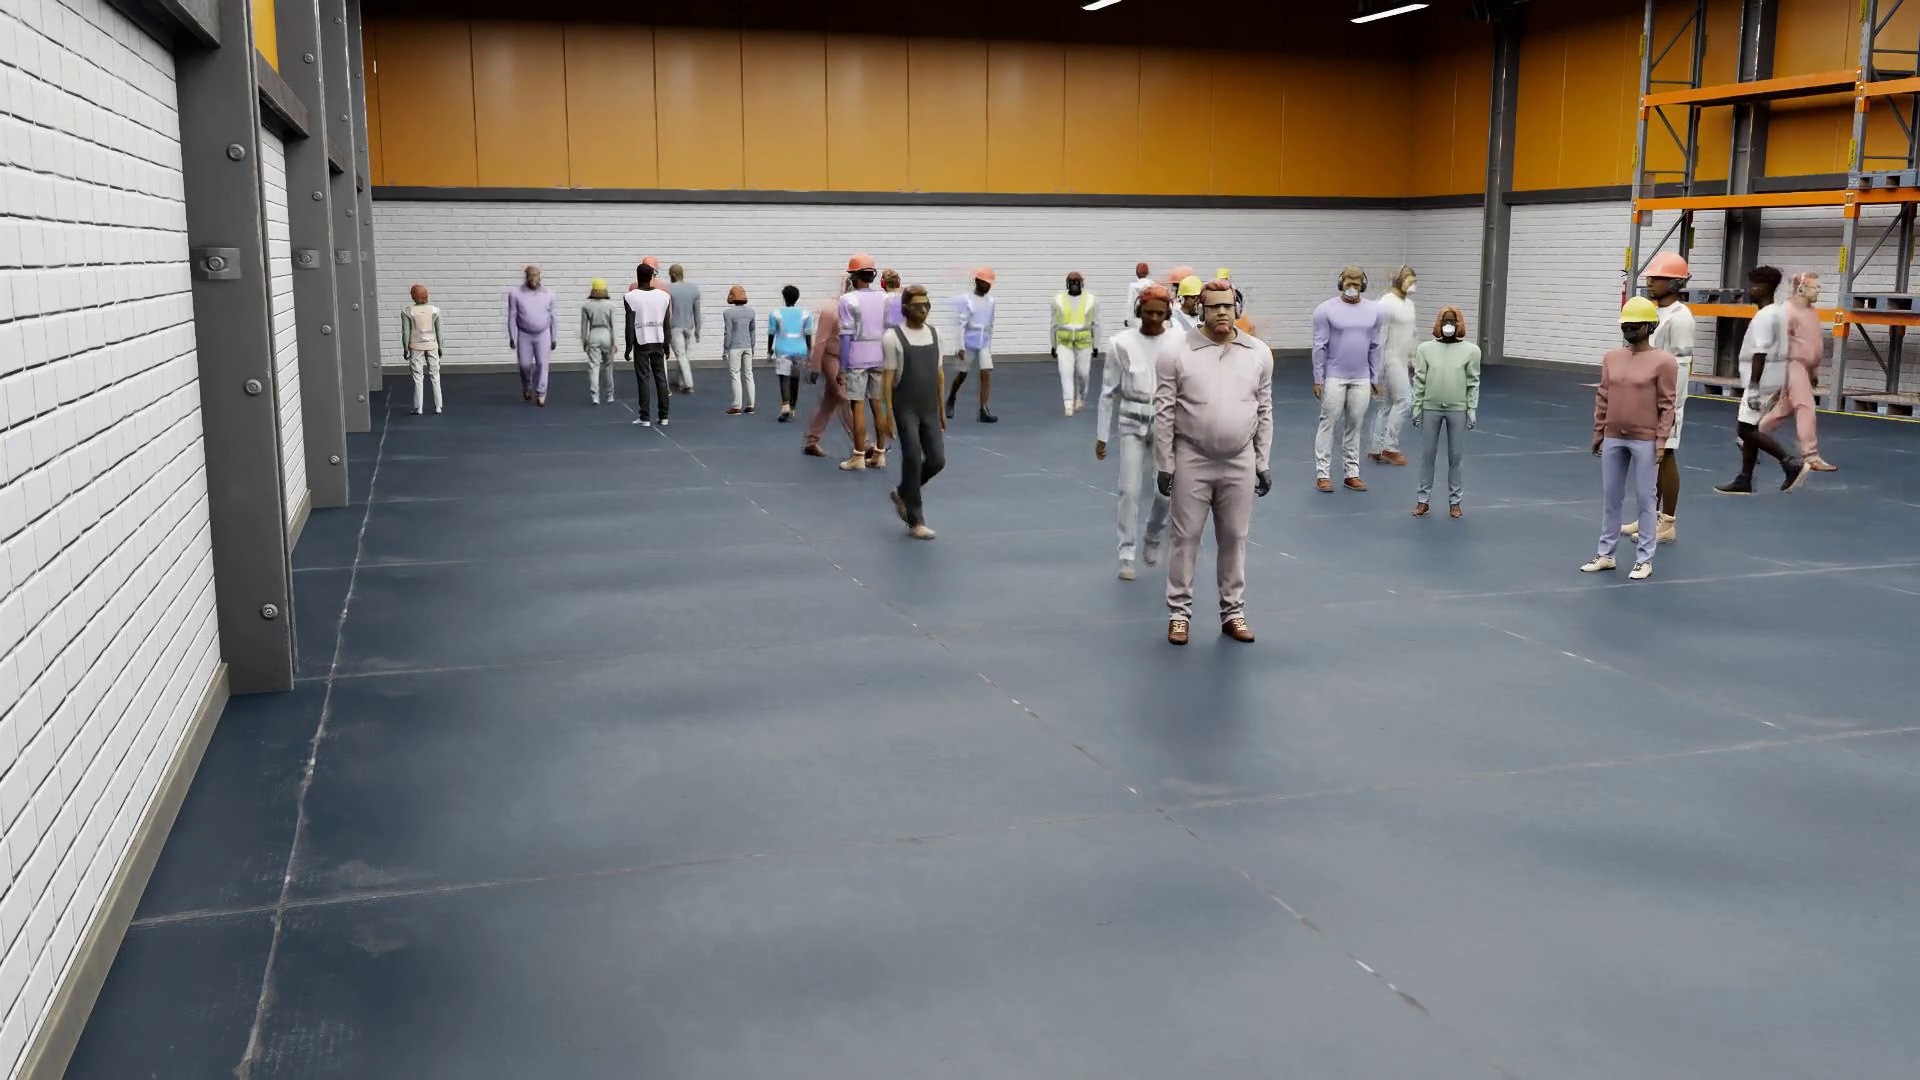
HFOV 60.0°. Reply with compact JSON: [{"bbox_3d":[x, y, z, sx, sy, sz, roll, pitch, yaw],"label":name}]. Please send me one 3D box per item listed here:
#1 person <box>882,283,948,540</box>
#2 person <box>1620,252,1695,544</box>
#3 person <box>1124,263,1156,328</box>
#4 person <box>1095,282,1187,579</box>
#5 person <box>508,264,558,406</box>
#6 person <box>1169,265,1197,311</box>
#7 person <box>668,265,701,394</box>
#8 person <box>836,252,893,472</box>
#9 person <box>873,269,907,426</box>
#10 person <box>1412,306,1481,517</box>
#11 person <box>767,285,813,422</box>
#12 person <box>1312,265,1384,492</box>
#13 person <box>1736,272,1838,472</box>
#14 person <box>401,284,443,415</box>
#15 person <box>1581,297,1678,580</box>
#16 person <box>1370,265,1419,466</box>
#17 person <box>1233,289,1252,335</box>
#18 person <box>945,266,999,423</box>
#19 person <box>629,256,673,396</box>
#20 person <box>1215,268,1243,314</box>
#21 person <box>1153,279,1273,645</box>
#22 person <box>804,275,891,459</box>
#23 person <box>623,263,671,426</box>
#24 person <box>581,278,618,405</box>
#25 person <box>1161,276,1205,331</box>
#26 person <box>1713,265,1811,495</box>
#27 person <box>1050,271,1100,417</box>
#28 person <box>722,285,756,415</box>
[{"bbox_3d":[-0.343,-0.927,11.963,0.530,1.827,0.540,-7,12,-34],"label":"person"},{"bbox_3d":[4.924,-0.996,11.733,0.364,2.048,0.611,0,10,2],"label":"person"},{"bbox_3d":[3.116,-3.892,29.028,0.606,1.859,0.774,-4,11,-22],"label":"person"},{"bbox_3d":[1.181,-0.672,10.381,0.687,1.862,0.472,1,10,6],"label":"person"},{"bbox_3d":[-5.717,-2.748,22.315,0.659,1.892,0.621,-3,10,-16],"label":"person"},{"bbox_3d":[2.039,-1.587,15.510,0.464,1.925,0.543,-9,13,-42],"label":"person"},{"bbox_3d":[-4.094,-3.077,24.322,0.616,1.881,1.018,-8,13,-39],"label":"person"},{"bbox_3d":[-0.916,-1.663,15.606,0.607,2.044,0.378,-9,13,-42],"label":"person"},{"bbox_3d":[-0.798,-2.241,19.519,0.567,1.846,0.389,-6,11,-30],"label":"person"},{"bbox_3d":[3.757,-0.992,12.893,0.500,1.636,0.280,4,10,21],"label":"person"},{"bbox_3d":[-2.049,-2.272,20.264,0.559,1.654,0.831,-3,10,-16],"label":"person"},{"bbox_3d":[3.316,-1.374,14.253,0.629,1.934,0.377,-2,10,-10],"label":"person"},{"bbox_3d":[7.908,-1.613,15.816,0.654,1.869,0.941,-9,13,-43],"label":"person"},{"bbox_3d":[-6.786,-2.400,21.027,0.514,1.645,0.307,-6,12,-33],"label":"person"},{"bbox_3d":[4.226,-0.639,10.478,0.308,1.769,0.524,-8,12,-37],"label":"person"},{"bbox_3d":[4.245,-1.667,15.990,0.621,1.917,0.625,7,12,34],"label":"person"},{"bbox_3d":[3.012,-1.961,18.454,0.545,1.639,0.915,-9,13,-43],"label":"person"},{"bbox_3d":[0.154,-2.384,20.262,0.587,1.883,0.953,-6,11,-29],"label":"person"},{"bbox_3d":[-4.392,-3.036,23.700,0.622,1.990,0.397,0,10,1],"label":"person"},{"bbox_3d":[4.215,-3.485,26.871,0.608,1.793,0.848,5,11,25],"label":"person"},{"bbox_3d":[1.333,-0.404,8.709,0.641,1.908,0.407,-1,10,-8],"label":"person"},{"bbox_3d":[-1.147,-1.707,16.513,1.069,1.824,0.650,5,11,26],"label":"person"},{"bbox_3d":[-3.690,-2.305,19.689,0.590,1.916,0.389,-7,12,-35],"label":"person"},{"bbox_3d":[-4.874,-2.680,22.492,0.501,1.698,0.891,-1,10,-5],"label":"person"},{"bbox_3d":[2.037,-1.432,14.871,0.586,1.835,0.404,-6,12,-32],"label":"person"},{"bbox_3d":[6.713,-1.307,13.817,0.668,1.946,0.609,7,12,37],"label":"person"},{"bbox_3d":[1.445,-2.483,20.995,0.631,1.823,0.694,1,10,4],"label":"person"},{"bbox_3d":[-2.800,-2.405,21.083,0.272,1.632,0.507,9,13,42],"label":"person"}]
